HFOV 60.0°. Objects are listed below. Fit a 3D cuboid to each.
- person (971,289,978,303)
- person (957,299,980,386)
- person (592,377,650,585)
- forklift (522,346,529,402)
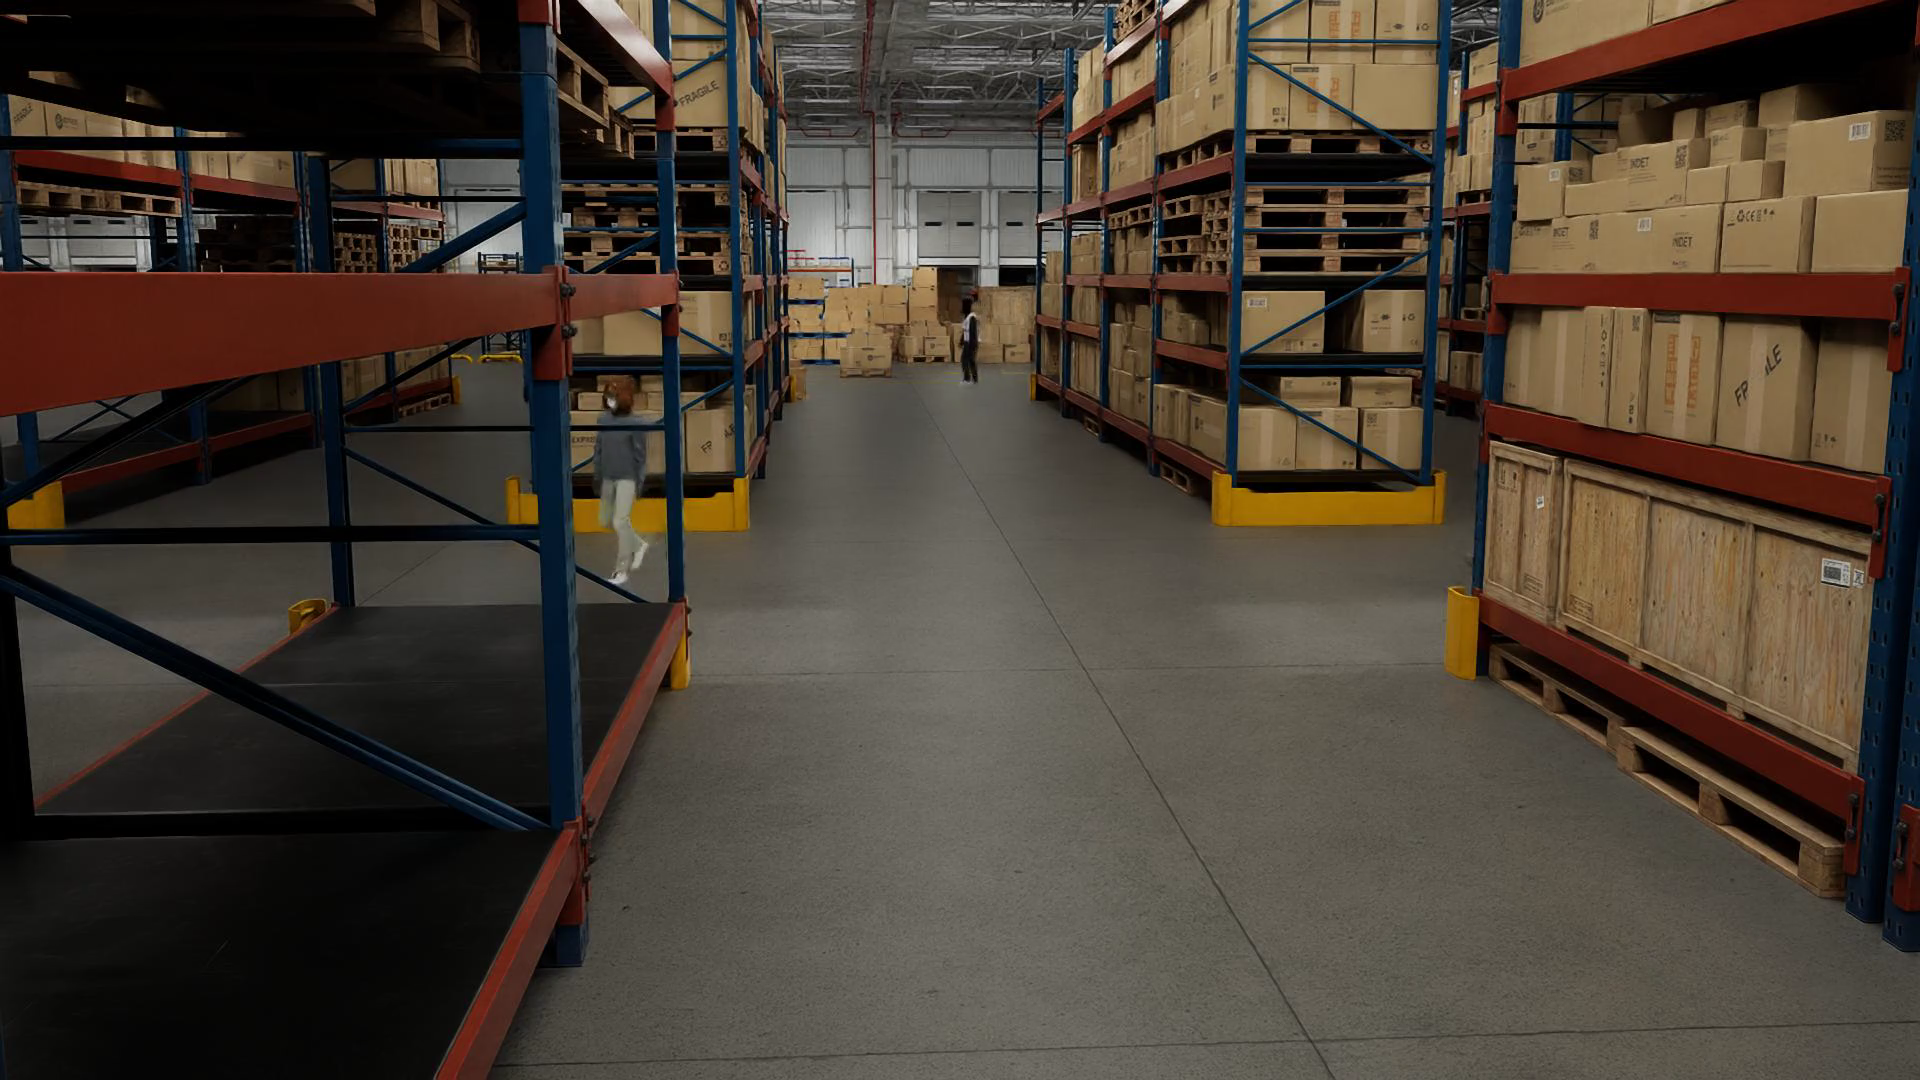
[{"bbox_3d":[0.564,-7.446,55.834,0.373,1.939,0.545,-3,10,-20],"label":"person"},{"bbox_3d":[0.130,-4.310,36.307,0.677,1.893,0.594,-2,9,-11],"label":"person"},{"bbox_3d":[-2.628,-0.470,12.999,0.518,1.618,0.516,6,11,34],"label":"person"},{"bbox_3d":[-7.705,-4.086,31.785,1.129,2.768,1.873,-1,9,-4],"label":"forklift"}]
